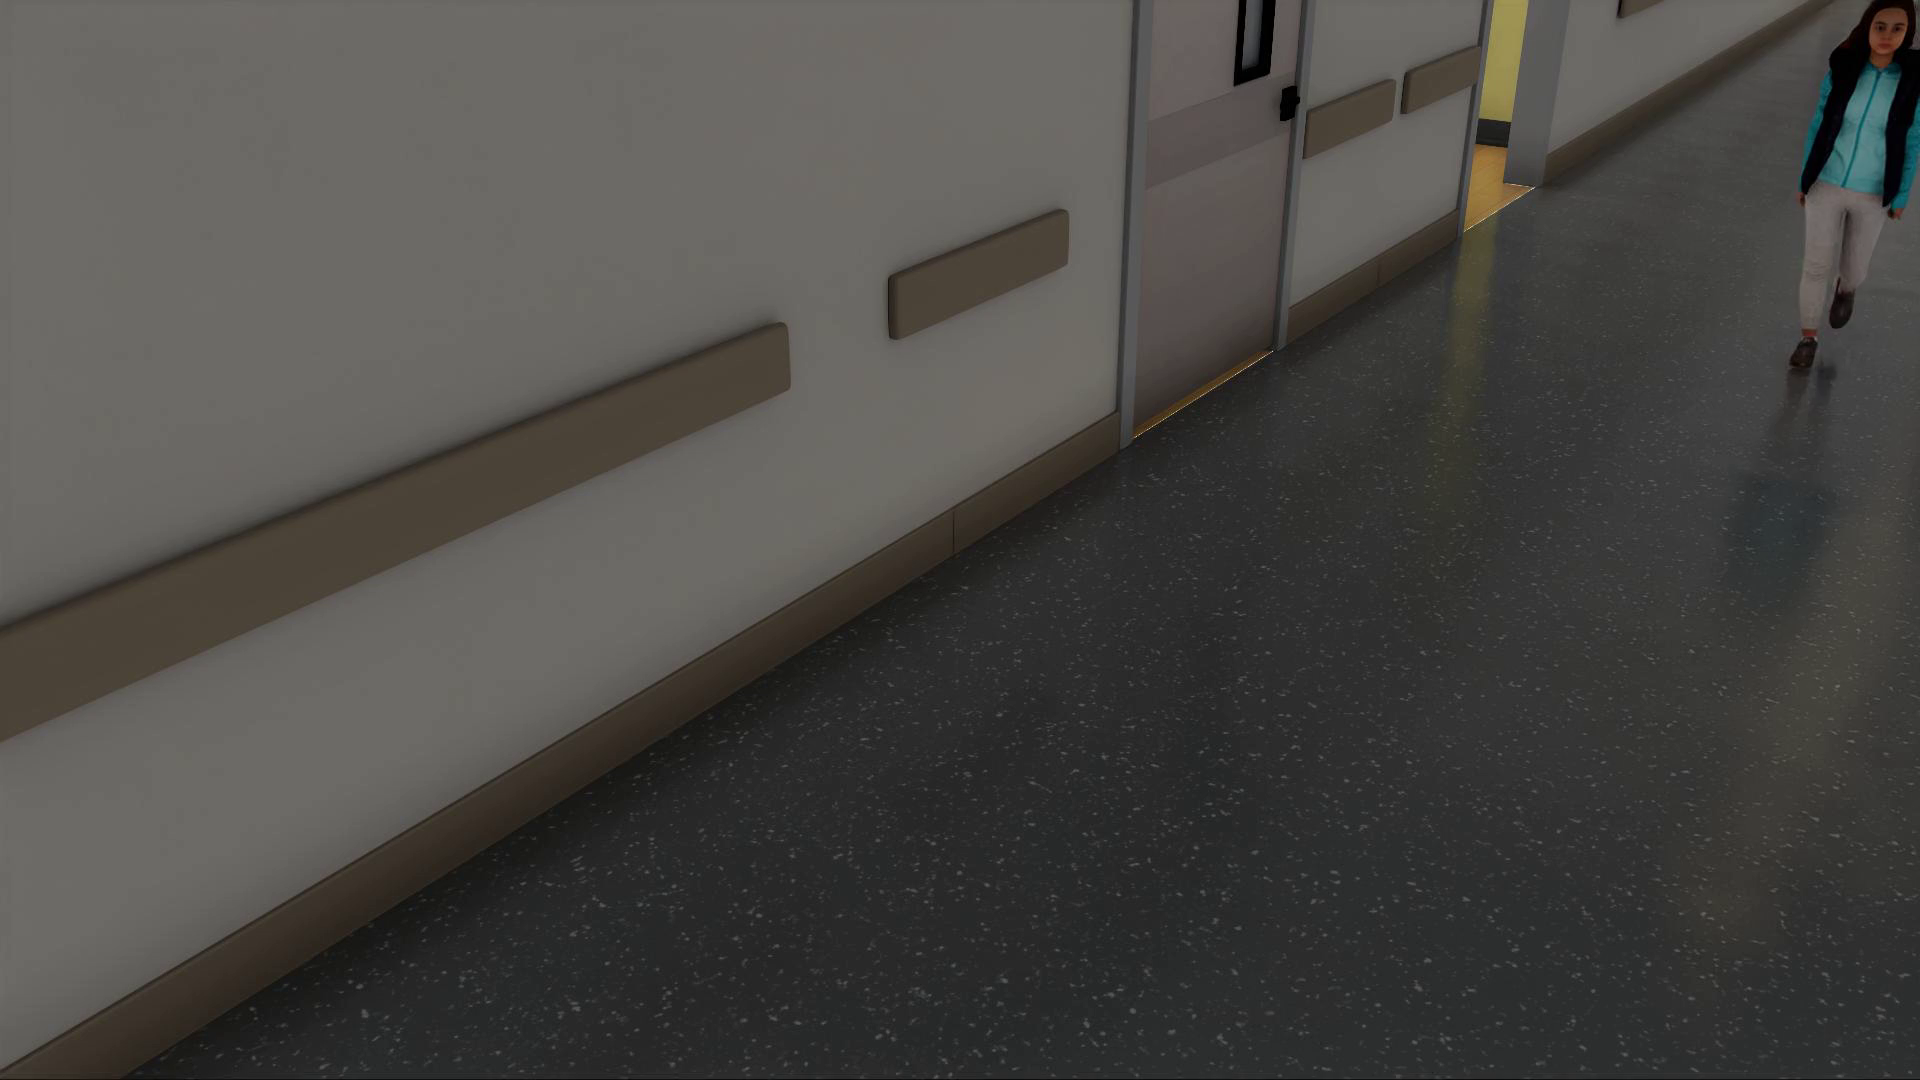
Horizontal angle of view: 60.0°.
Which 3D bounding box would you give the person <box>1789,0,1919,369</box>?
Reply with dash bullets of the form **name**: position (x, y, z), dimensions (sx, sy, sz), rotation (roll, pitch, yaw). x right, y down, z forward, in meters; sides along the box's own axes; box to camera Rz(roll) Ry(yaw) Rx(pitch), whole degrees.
- **person**: position (3.621, -1.454, 6.743), dimensions (0.796, 1.482, 0.675), rotation (14, 29, 26)
